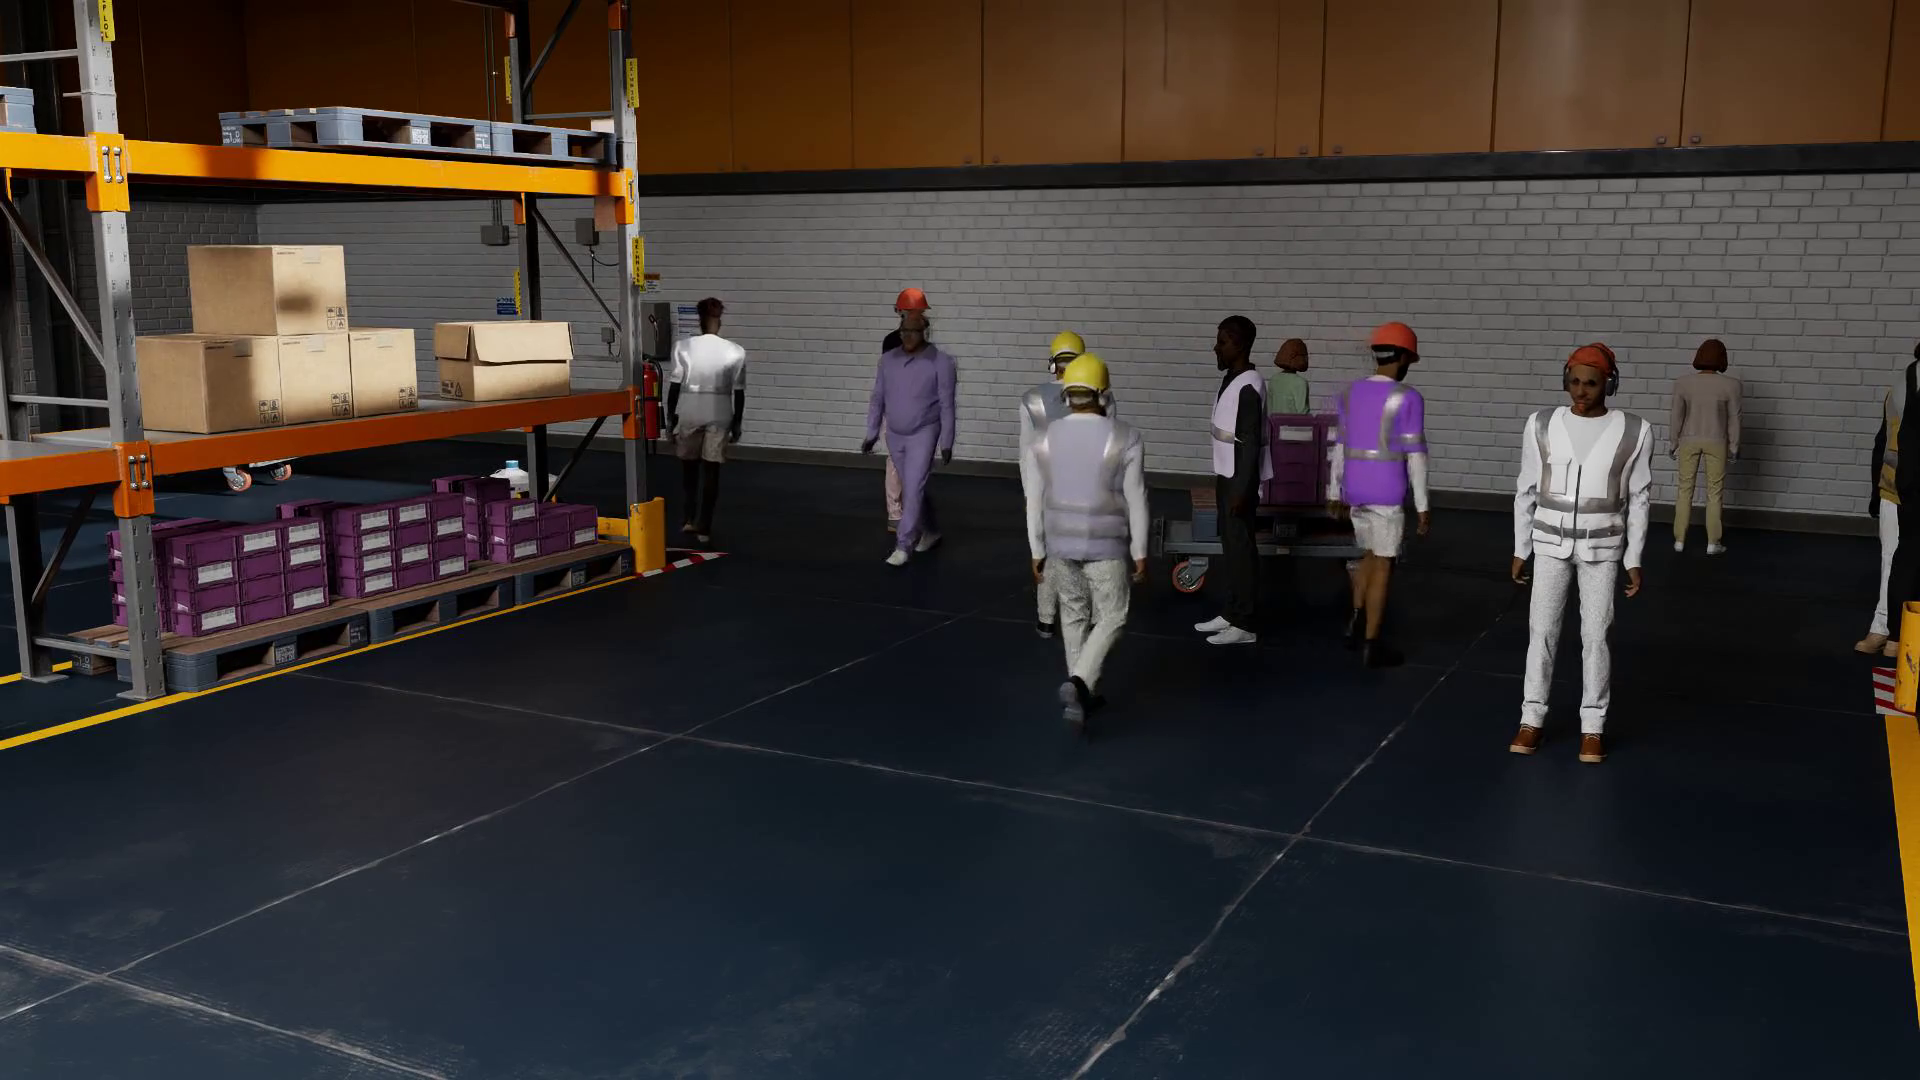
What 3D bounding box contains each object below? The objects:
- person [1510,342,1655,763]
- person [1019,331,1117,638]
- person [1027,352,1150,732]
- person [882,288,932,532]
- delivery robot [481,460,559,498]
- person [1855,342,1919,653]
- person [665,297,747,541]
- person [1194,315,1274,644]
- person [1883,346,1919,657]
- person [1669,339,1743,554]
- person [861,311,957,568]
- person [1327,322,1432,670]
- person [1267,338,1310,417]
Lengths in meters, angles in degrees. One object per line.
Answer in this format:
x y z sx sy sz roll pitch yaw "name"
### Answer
2.780 0.058 7.485 0.573 1.887 0.355 5 11 27 "person"
0.646 -0.320 9.851 0.586 1.827 0.404 1 10 4 "person"
0.593 0.018 7.916 0.603 1.817 0.673 5 11 27 "person"
-0.408 -1.063 13.655 0.379 1.996 0.608 5 11 27 "person"
-3.714 -0.419 13.824 0.707 0.478 0.477 -6 11 -30 "delivery robot"
5.393 -0.231 9.305 0.430 1.838 0.619 -7 12 -35 "person"
-2.022 -0.964 13.267 0.640 1.928 0.555 -1 10 -8 "person"
1.628 -0.351 9.763 0.392 1.919 0.592 0 10 -3 "person"
5.451 -0.307 9.154 0.538 2.000 0.683 -1 10 -7 "person"
5.659 -0.708 12.648 0.509 1.632 0.268 7 12 34 "person"
-0.353 -0.777 12.402 0.647 1.863 0.983 6 11 31 "person"
2.319 -0.244 9.201 0.508 1.897 0.674 -7 12 -35 "person"
2.528 -0.725 12.752 0.280 1.633 0.502 -4 11 -22 "person"
